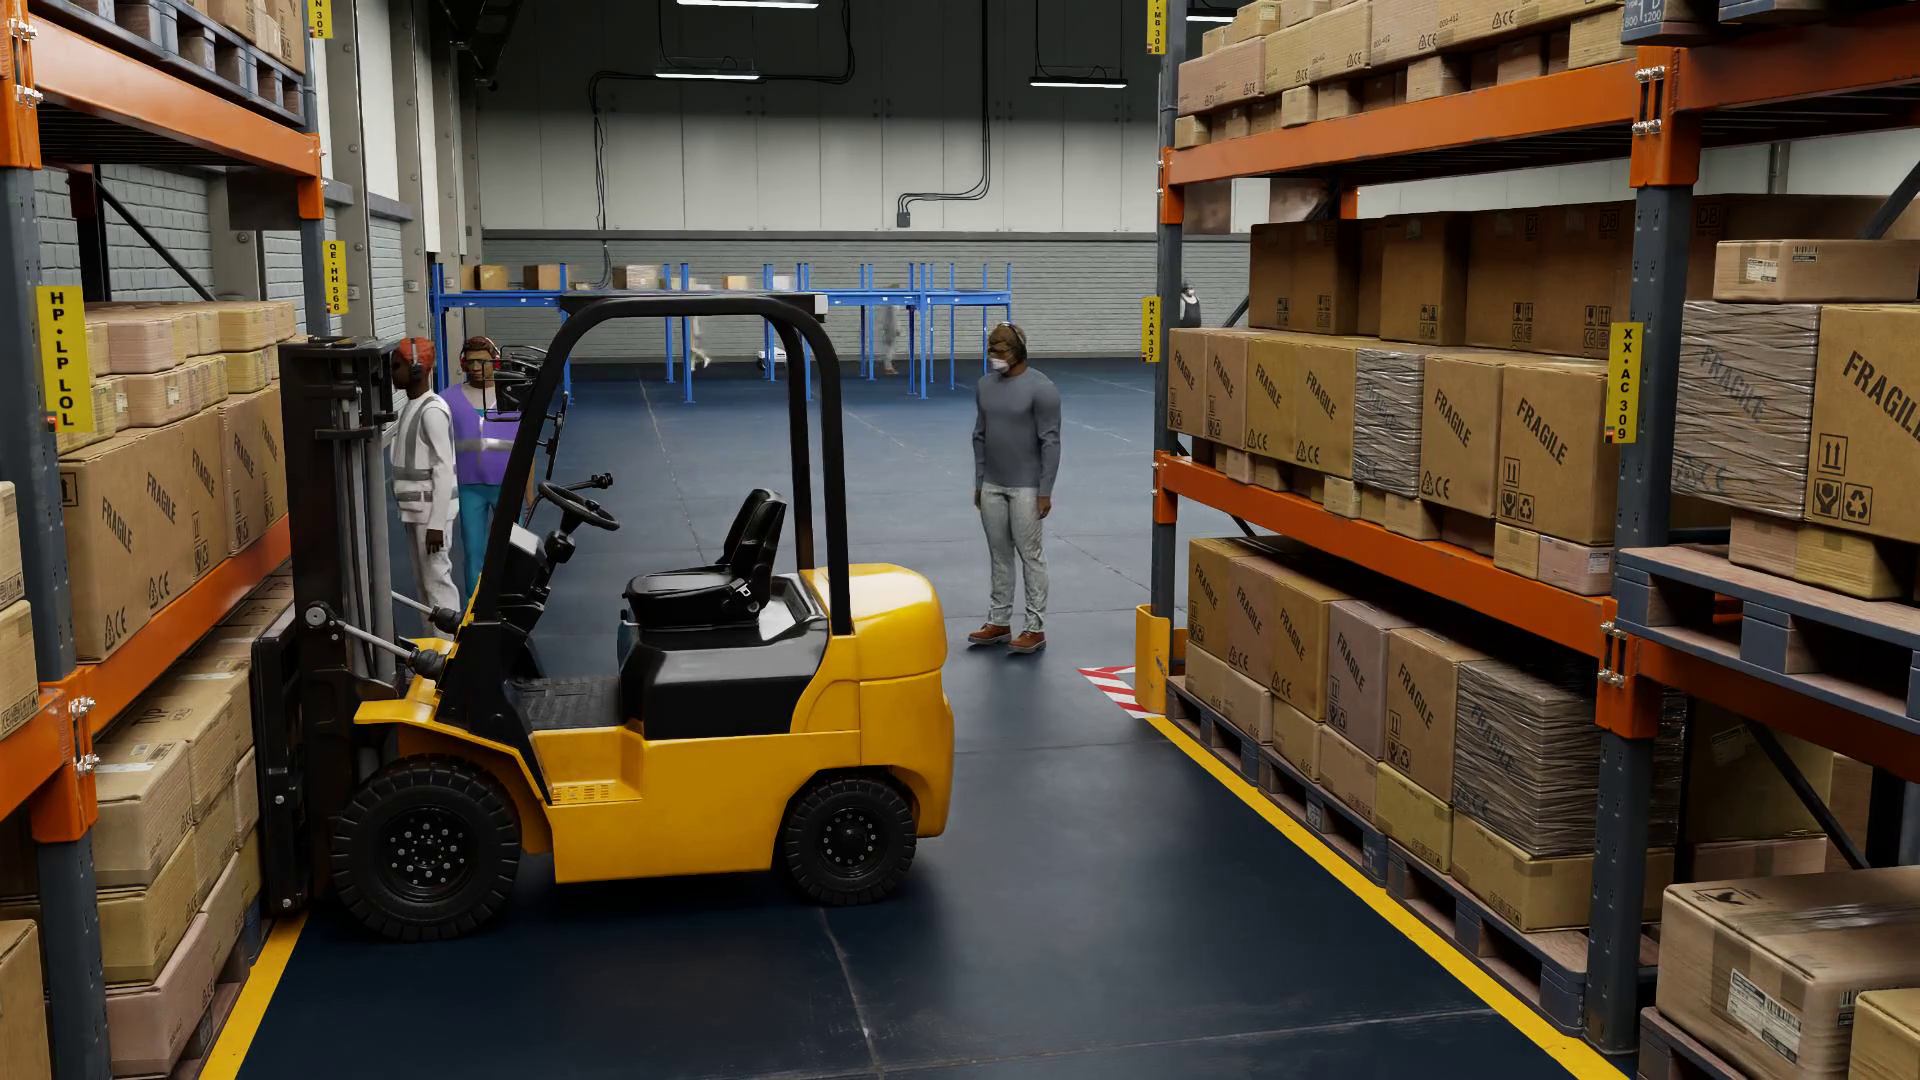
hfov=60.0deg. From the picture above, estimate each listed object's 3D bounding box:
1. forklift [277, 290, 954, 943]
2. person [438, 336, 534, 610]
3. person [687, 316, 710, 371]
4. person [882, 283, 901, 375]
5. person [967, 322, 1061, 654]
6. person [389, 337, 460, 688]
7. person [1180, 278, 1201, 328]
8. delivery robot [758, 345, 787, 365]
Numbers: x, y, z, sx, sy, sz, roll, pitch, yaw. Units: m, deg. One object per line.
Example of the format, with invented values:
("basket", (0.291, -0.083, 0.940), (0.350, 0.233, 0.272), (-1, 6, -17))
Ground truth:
("forklift", (-1.179, 0.175, 6.143), (2.313, 2.155, 1.214), (-2, 10, -12))
("person", (-2.856, -0.312, 10.075), (0.563, 1.838, 0.379), (-1, 9, -7))
("person", (-5.758, -4.478, 36.128), (0.477, 1.608, 0.527), (-3, 10, -18))
("person", (-1.426, -4.457, 35.093), (0.433, 1.918, 0.669), (-1, 9, -7))
("person", (0.316, -0.309, 9.764), (0.371, 1.931, 0.629), (-9, 13, -43))
("person", (-2.830, -0.127, 8.798), (0.340, 1.882, 0.585), (-5, 11, -29))
("person", (4.749, -4.412, 34.568), (0.700, 2.000, 0.538), (-6, 11, -35))
("delivery robot", (-4.106, -4.080, 36.776), (0.707, 0.478, 0.477), (-3, 10, -16))
